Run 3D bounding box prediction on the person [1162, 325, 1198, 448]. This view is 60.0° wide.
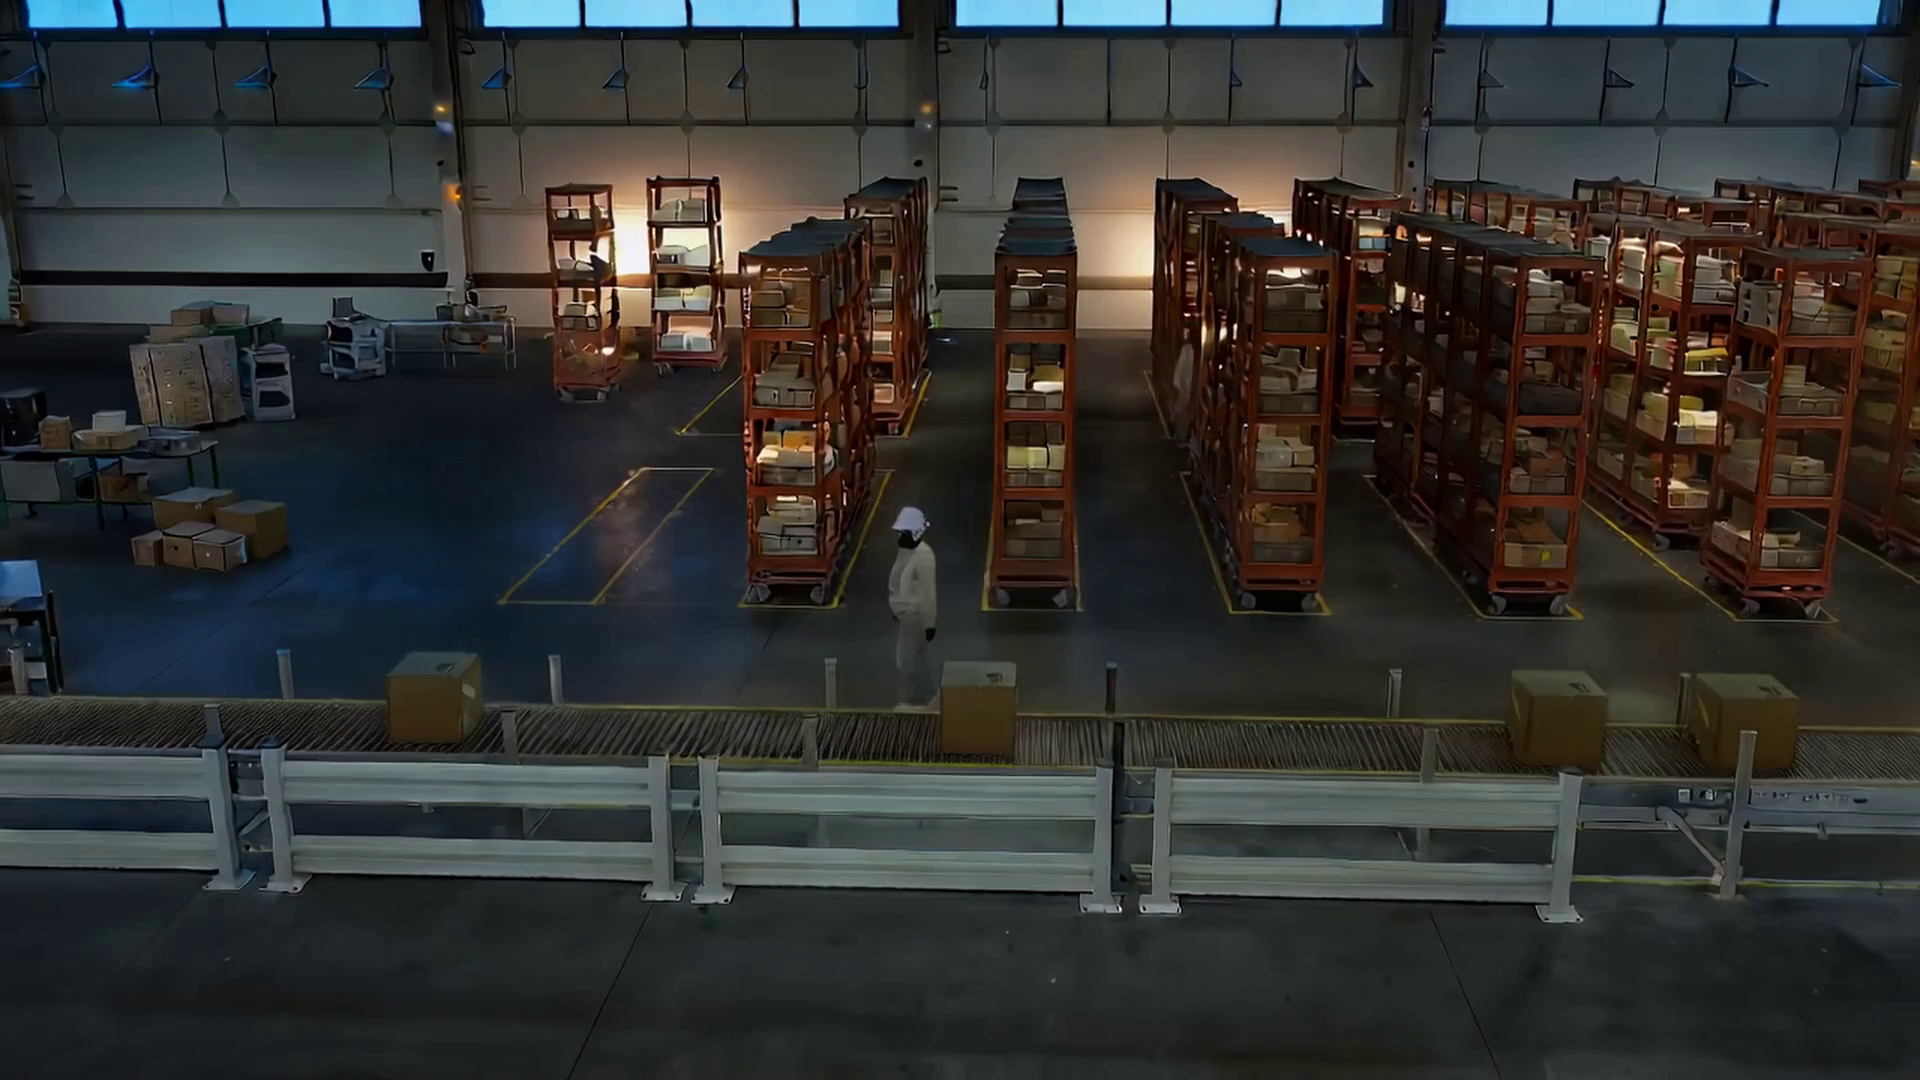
[{"bbox_3d":[3.295,-2.258,24.471,0.512,1.820,0.609,5,16,17],"label":"person"}]

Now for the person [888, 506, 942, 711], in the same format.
[{"bbox_3d":[-0.370,0.600,13.867,0.457,1.818,0.596,-3,15,-12],"label":"person"}]
